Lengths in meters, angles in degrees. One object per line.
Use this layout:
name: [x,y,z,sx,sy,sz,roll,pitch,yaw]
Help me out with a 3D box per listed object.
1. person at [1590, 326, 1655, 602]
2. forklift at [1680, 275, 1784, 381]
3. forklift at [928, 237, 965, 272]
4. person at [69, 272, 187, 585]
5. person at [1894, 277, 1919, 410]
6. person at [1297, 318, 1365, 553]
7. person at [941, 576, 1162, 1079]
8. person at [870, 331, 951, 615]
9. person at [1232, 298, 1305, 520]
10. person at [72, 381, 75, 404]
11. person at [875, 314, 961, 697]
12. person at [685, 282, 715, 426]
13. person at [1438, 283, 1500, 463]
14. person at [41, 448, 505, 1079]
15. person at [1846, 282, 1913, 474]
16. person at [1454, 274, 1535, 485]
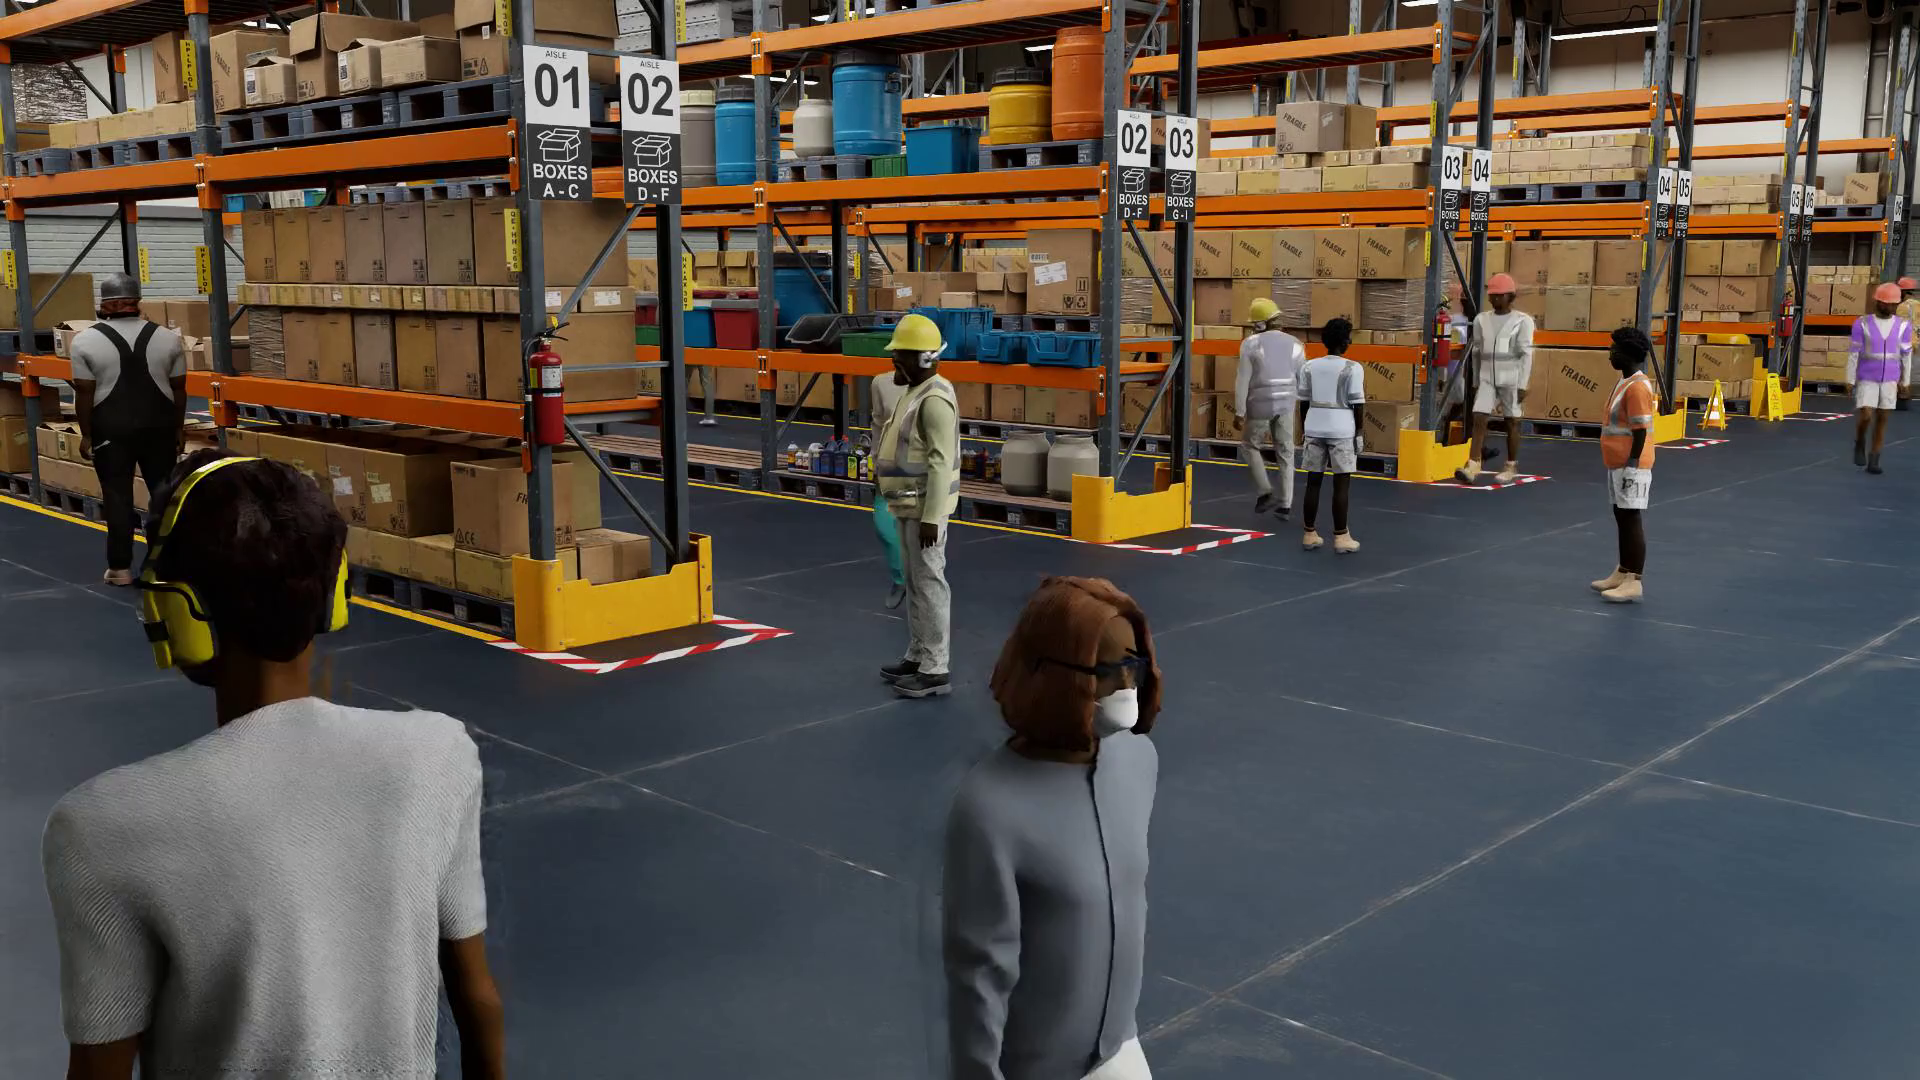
person: [4.133,-0.473,10.329,0.317,1.696,0.540,2,9,11]
forklift: [12.480,-3.427,27.053,1.214,2.155,2.313,9,13,43]
forklift: [-0.326,-5.817,39.609,1.129,2.768,1.873,9,13,43]
person: [-5.458,-0.722,10.937,0.684,2.000,0.536,-7,12,-38]
person: [13.744,-2.871,24.326,0.578,1.920,0.521,-7,12,-37]
person: [2.710,-0.764,12.120,0.540,1.695,0.317,9,13,43]
person: [0.130,0.830,2.674,0.858,1.591,0.520,9,13,43]
person: [-0.290,-0.420,9.836,0.540,1.743,0.408,3,10,19]
person: [2.556,-1.073,13.663,0.711,1.806,0.448,-3,10,-16]
person: [-13.300,-2.980,25.179,0.509,1.872,0.329,5,11,28]
person: [-0.206,-0.172,8.077,0.404,1.830,0.600,-2,10,-13]
person: [-3.525,-2.450,21.894,0.615,1.871,0.976,-8,12,-41]
person: [5.419,-1.750,17.542,0.568,1.894,0.956,-6,11,-33]
person: [-0.780,0.823,1.930,0.425,1.857,0.524,7,11,35]
person: [9.270,-1.633,16.767,0.568,1.919,0.428,2,9,11]
person: [5.044,-1.492,15.663,0.639,1.991,1.017,8,12,41]
